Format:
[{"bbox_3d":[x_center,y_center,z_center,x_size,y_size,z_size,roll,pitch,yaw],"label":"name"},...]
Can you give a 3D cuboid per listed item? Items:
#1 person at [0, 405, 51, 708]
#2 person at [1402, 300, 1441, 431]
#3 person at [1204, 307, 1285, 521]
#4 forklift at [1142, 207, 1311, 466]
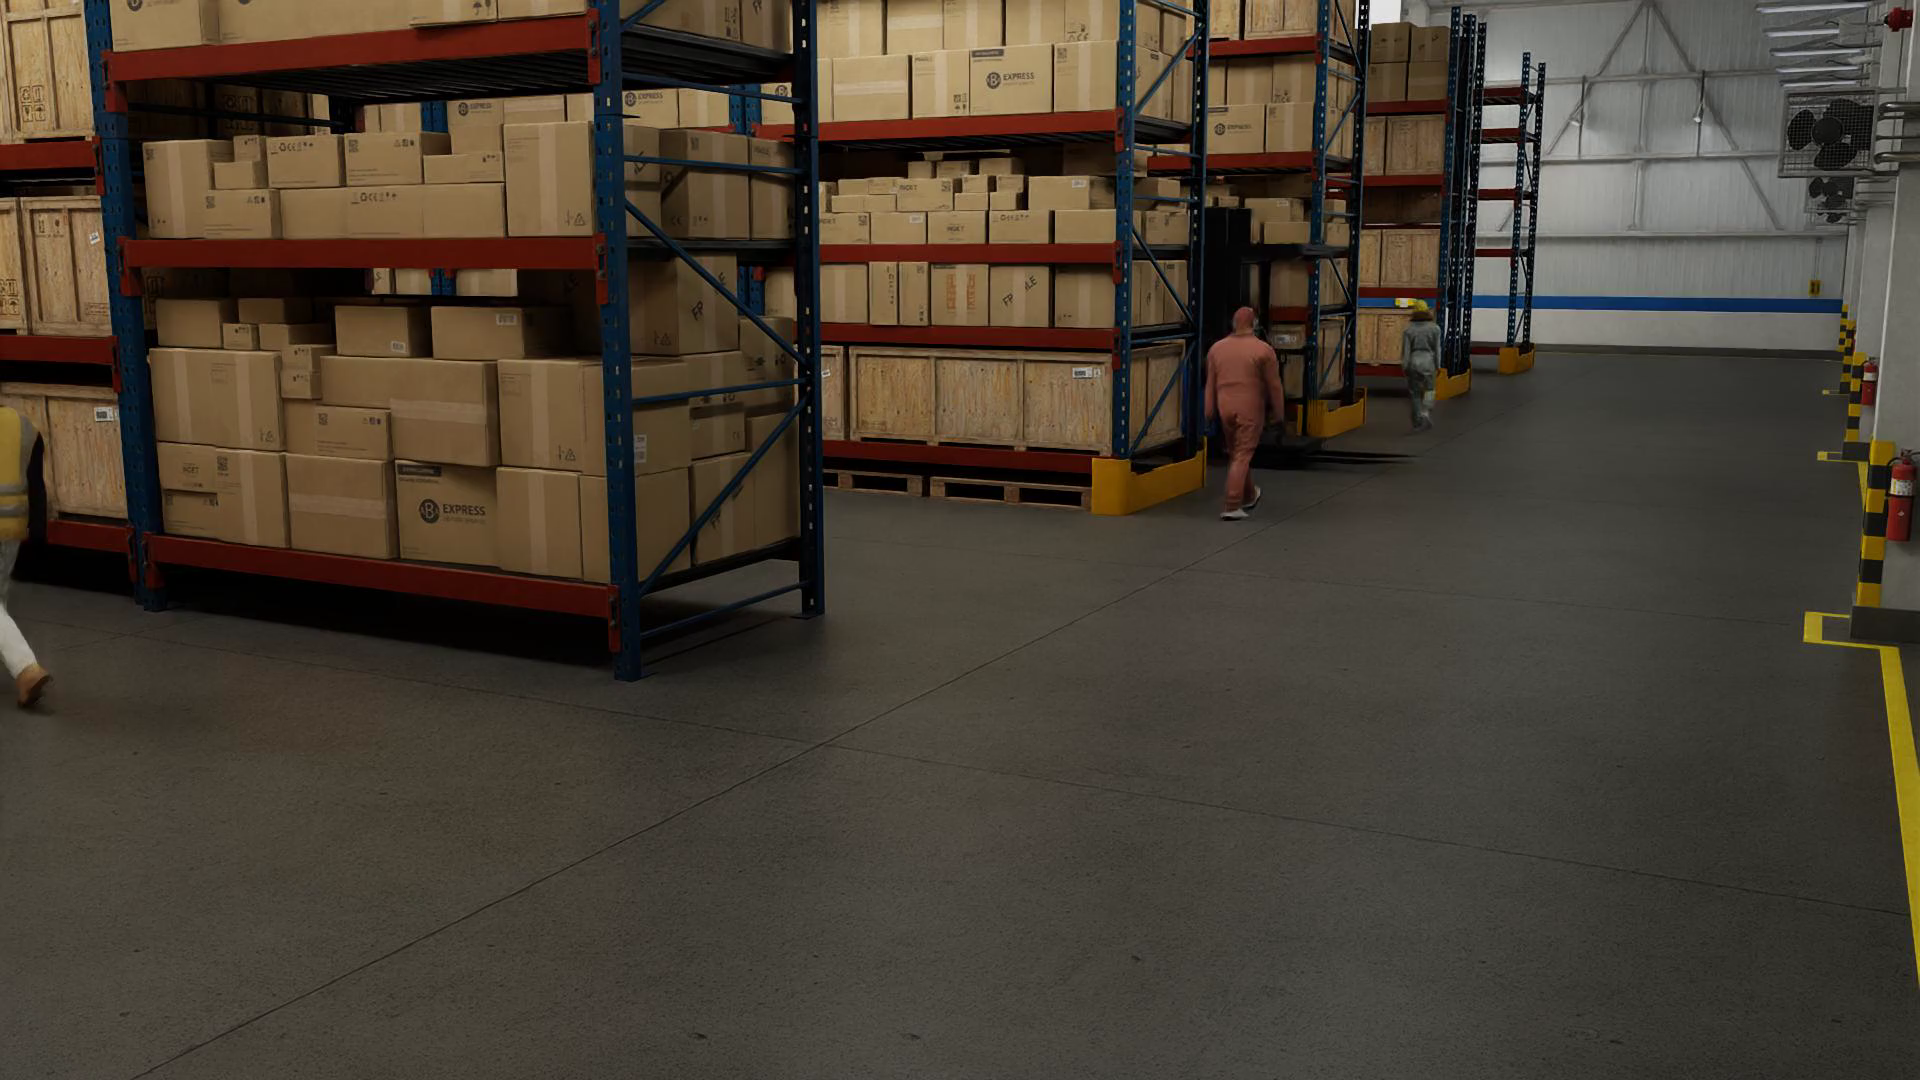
[{"bbox_3d":[-5.026,-0.041,8.608,0.904,1.815,0.624,5,11,27],"label":"person"},{"bbox_3d":[6.026,-2.275,21.760,0.507,1.719,0.436,4,10,20],"label":"person"},{"bbox_3d":[2.560,-1.128,14.761,0.682,1.840,1.020,7,12,35],"label":"person"},{"bbox_3d":[2.926,-2.307,18.604,1.873,2.768,1.129,5,11,27],"label":"forklift"}]
